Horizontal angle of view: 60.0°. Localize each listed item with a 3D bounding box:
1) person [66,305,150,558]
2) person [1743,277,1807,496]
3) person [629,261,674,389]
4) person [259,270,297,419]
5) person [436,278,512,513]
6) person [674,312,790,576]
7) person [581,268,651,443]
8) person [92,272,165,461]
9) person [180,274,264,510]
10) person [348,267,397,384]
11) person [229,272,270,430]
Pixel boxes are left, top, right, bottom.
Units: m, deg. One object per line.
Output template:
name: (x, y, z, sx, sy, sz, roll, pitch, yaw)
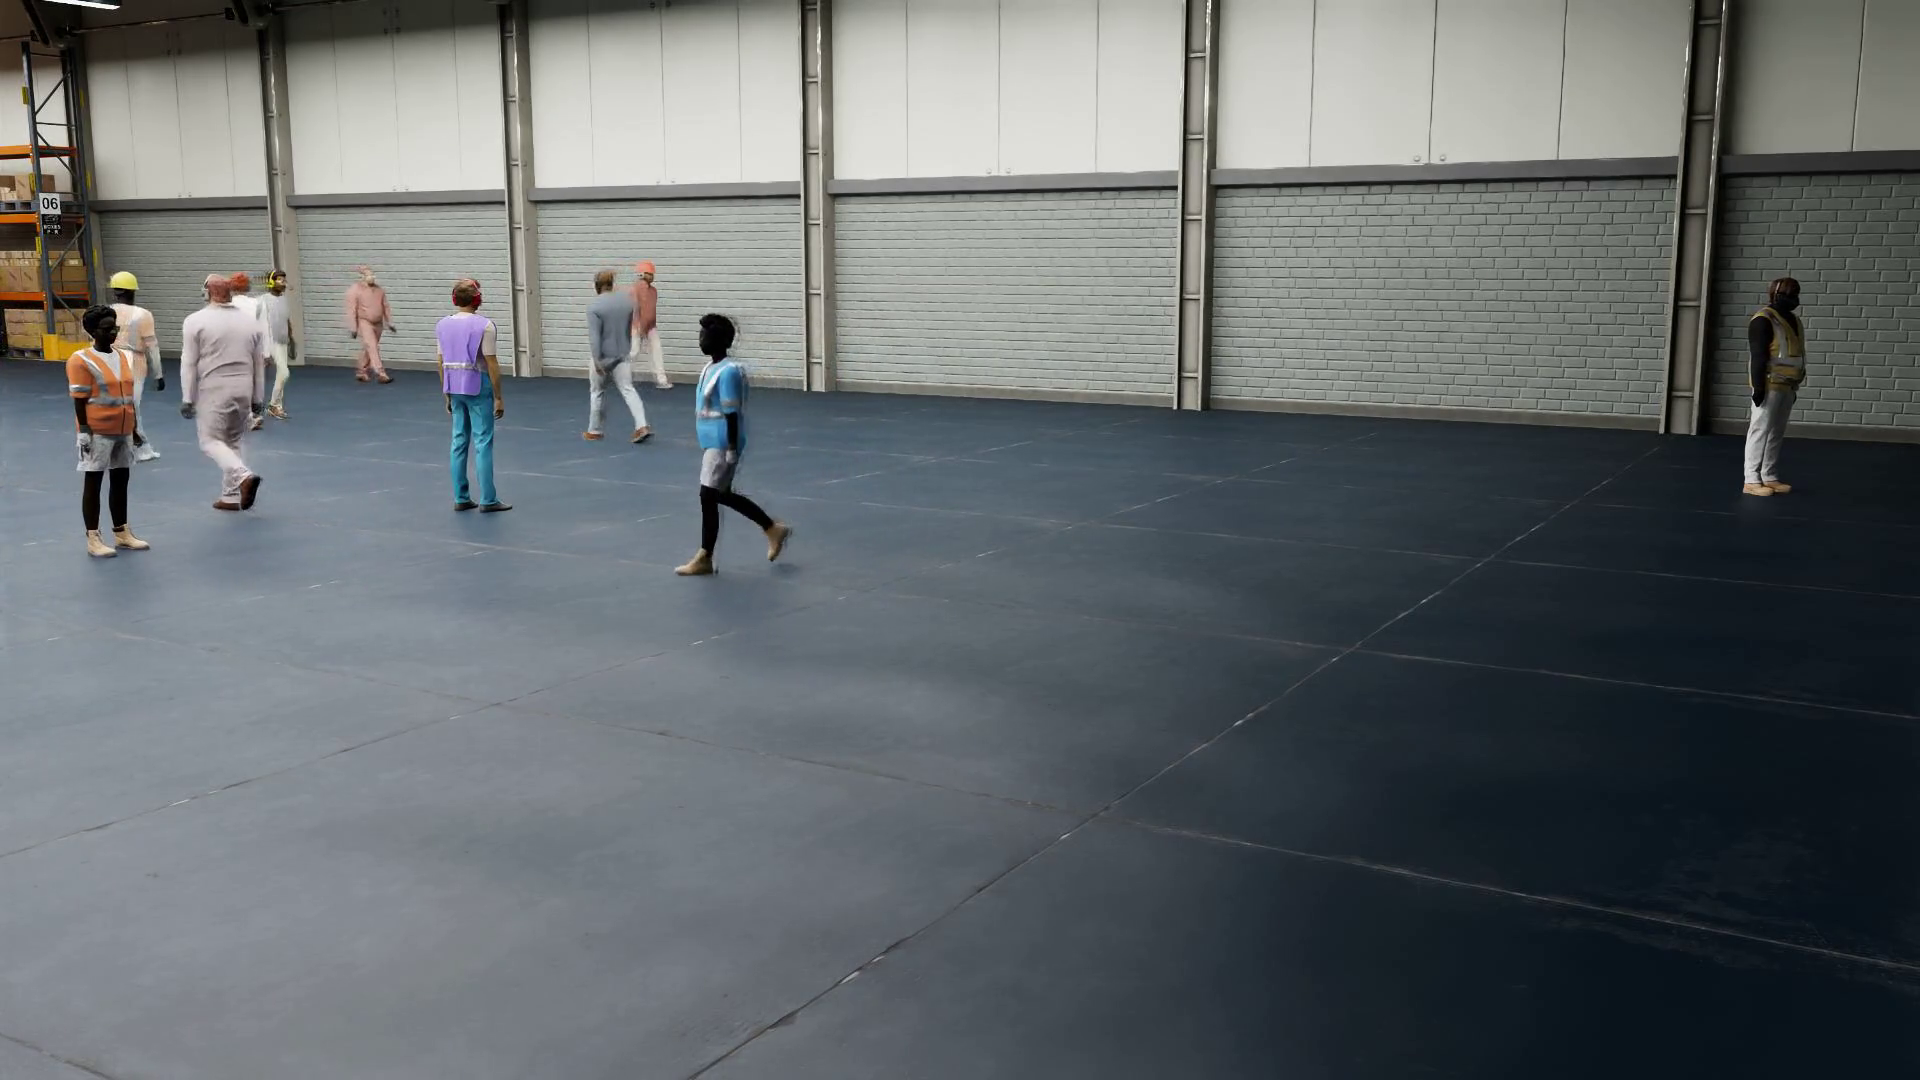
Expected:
person: (-5.776, -0.740, 11.278, 0.322, 1.697, 0.535, 3, 10, 19)
person: (6.932, -1.298, 14.124, 0.633, 1.841, 0.429, -7, 12, -37)
person: (-4.870, -3.287, 25.470, 1.005, 1.955, 0.607, 6, 12, 33)
person: (-8.423, -2.407, 20.580, 0.455, 1.850, 0.573, 3, 10, 15)
person: (-3.862, -1.132, 13.125, 0.565, 1.850, 0.390, 4, 11, 23)
person: (-1.465, -0.617, 10.621, 0.740, 1.671, 0.540, -4, 10, -20)
person: (-3.741, -1.988, 18.024, 0.982, 1.903, 0.636, 9, 13, 43)
person: (-8.068, -1.647, 16.067, 0.603, 1.883, 0.978, 1, 10, 5)
person: (-5.727, -1.137, 13.045, 0.697, 1.886, 0.661, 6, 11, 31)
person: (-9.370, -3.417, 26.495, 0.996, 1.853, 0.654, 6, 11, 30)
person: (-8.381, -2.217, 19.519, 0.565, 1.845, 0.982, -9, 13, -42)
